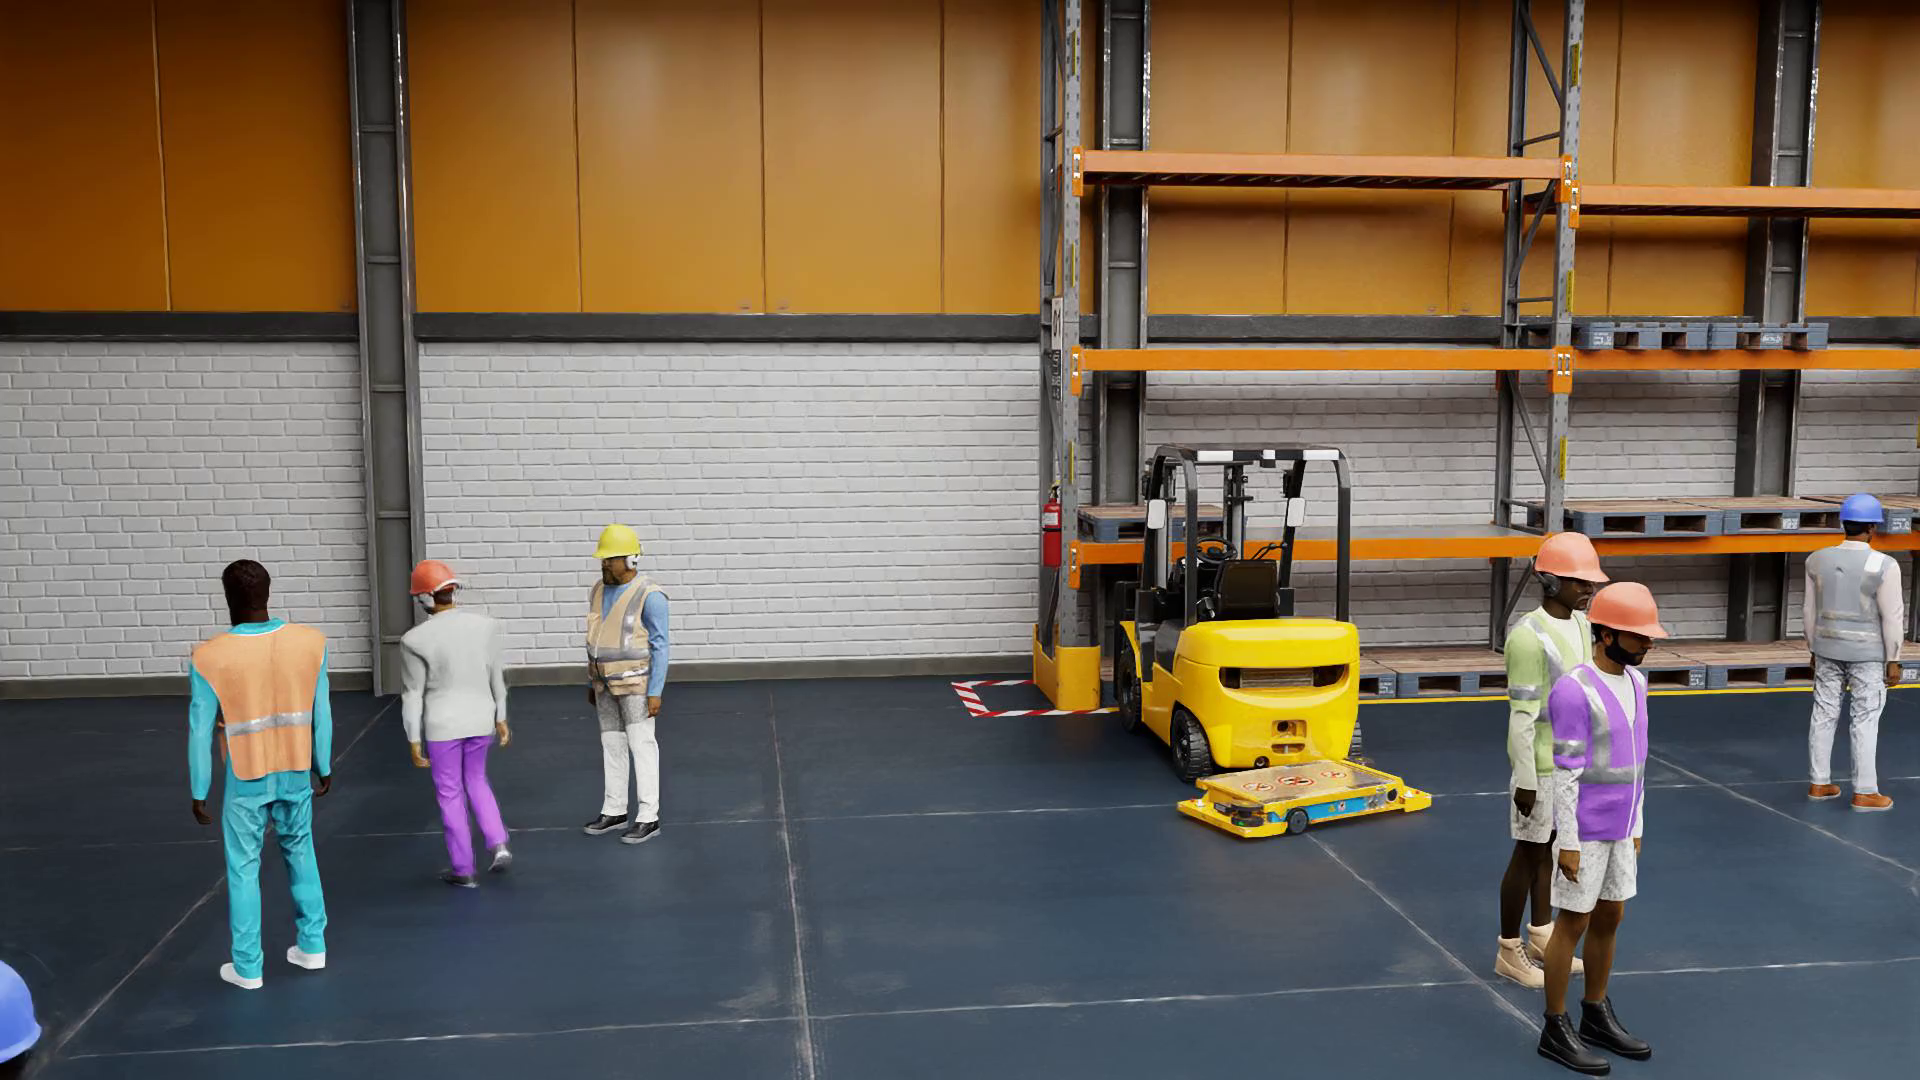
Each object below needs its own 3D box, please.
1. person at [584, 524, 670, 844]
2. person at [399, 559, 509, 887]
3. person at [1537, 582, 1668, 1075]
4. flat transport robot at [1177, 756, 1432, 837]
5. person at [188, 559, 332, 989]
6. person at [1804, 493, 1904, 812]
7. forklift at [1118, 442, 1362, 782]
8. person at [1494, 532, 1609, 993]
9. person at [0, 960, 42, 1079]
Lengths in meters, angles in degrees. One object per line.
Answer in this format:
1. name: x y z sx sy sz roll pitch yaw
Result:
1. person: -1.942 0.818 9.570 0.601 1.828 0.404 5 8 36
2. person: -2.673 0.961 8.762 0.474 1.723 0.580 6 9 41
3. person: 2.540 1.118 6.536 0.545 1.929 0.389 -5 8 -36
4. flat transport robot: 2.087 1.536 10.047 1.431 0.197 0.652 -4 7 -28
5. person: -3.081 1.033 7.375 0.620 1.903 0.415 -6 9 -42
6. person: 5.483 0.685 10.221 0.383 1.949 0.605 -4 8 -31
7. forklift: 1.912 0.418 11.496 1.214 2.155 2.313 -1 7 -8
8. person: 2.634 0.974 7.355 0.404 2.036 0.601 6 9 43
9. person: -1.524 1.561 2.736 0.624 1.912 0.945 4 8 34
